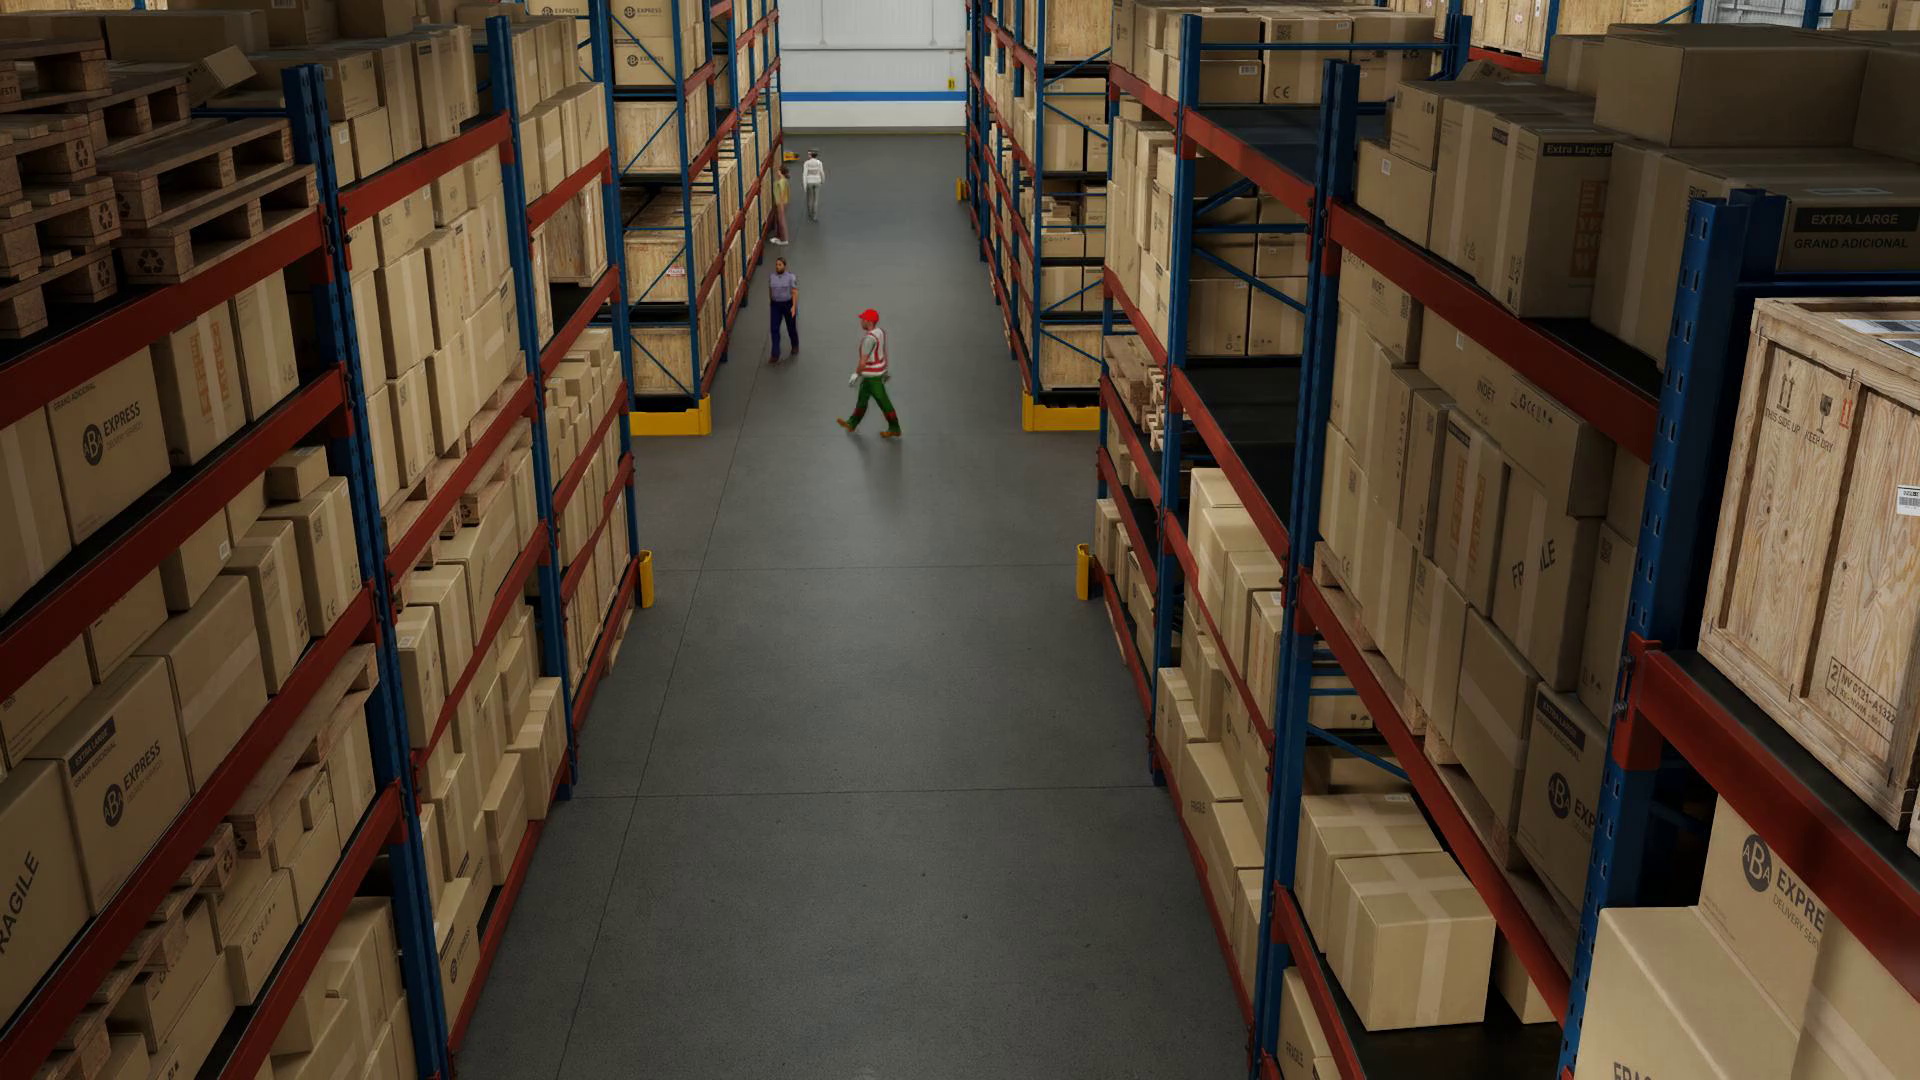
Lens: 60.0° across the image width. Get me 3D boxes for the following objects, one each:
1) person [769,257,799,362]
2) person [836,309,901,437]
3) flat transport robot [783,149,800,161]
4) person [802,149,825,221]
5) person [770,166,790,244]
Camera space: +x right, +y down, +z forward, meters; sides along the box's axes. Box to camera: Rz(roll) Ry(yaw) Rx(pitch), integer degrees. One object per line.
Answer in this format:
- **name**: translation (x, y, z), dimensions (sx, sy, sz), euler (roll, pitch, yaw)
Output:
- **person**: translation (-2.832, -3.717, 26.634), dimensions (0.488, 1.615, 0.949), euler (3, 21, 7)
- **person**: translation (-1.273, -2.254, 22.471), dimensions (0.953, 1.754, 0.574), euler (4, 21, 10)
- **flat transport robot**: translation (-5.343, -11.361, 49.168), dimensions (0.659, 0.254, 1.431), euler (-13, 24, -31)
- **person**: translation (-3.426, -8.348, 38.992), dimensions (0.514, 1.634, 0.850), euler (-1, 21, -3)
- **person**: translation (-3.922, -7.289, 36.171), dimensions (0.519, 1.664, 0.456), euler (2, 21, 6)
